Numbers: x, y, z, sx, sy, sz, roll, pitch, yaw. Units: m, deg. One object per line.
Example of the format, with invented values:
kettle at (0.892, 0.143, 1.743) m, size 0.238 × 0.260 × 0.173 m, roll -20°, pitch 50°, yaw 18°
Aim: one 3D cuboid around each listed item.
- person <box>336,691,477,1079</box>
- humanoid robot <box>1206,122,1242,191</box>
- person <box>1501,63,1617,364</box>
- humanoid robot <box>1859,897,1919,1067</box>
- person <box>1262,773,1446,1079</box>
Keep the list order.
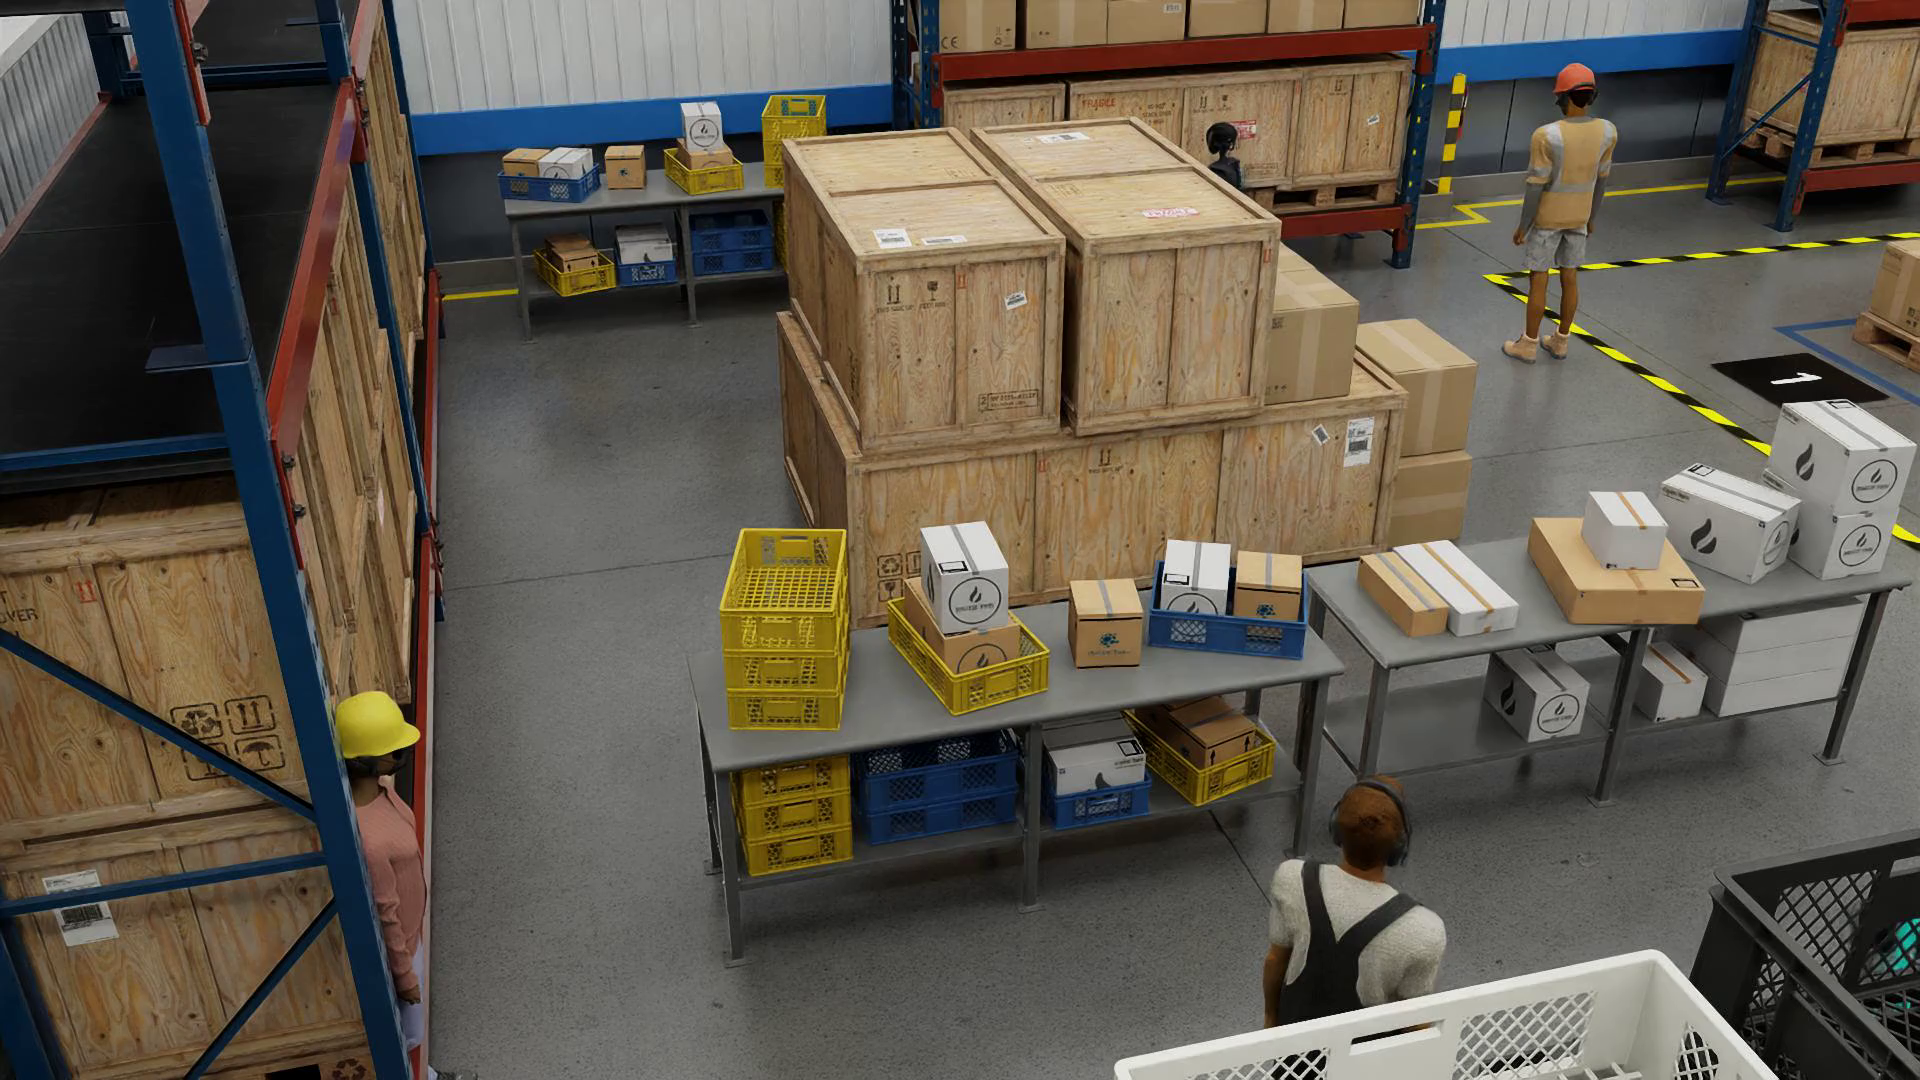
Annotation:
person at (-1.790, 1.243, 5.318) m, size 0.337 × 1.761 × 0.522 m, roll -9°, pitch 30°, yaw -17°
humanoid robot at (1.734, -2.031, 11.349) m, size 0.538 × 1.641 × 0.613 m, roll 16°, pitch 33°, yaw 27°
person at (4.036, -2.187, 11.261) m, size 0.606 × 2.032 × 0.400 m, roll -6°, pitch 29°, yaw -11°
humanoid robot at (2.360, 1.763, 4.512) m, size 0.765 × 1.896 × 0.546 m, roll -15°, pitch 32°, yaw -25°
person at (1.098, 1.468, 4.834) m, size 0.500 × 1.836 × 0.339 m, roll 20°, pitch 34°, yaw 31°
